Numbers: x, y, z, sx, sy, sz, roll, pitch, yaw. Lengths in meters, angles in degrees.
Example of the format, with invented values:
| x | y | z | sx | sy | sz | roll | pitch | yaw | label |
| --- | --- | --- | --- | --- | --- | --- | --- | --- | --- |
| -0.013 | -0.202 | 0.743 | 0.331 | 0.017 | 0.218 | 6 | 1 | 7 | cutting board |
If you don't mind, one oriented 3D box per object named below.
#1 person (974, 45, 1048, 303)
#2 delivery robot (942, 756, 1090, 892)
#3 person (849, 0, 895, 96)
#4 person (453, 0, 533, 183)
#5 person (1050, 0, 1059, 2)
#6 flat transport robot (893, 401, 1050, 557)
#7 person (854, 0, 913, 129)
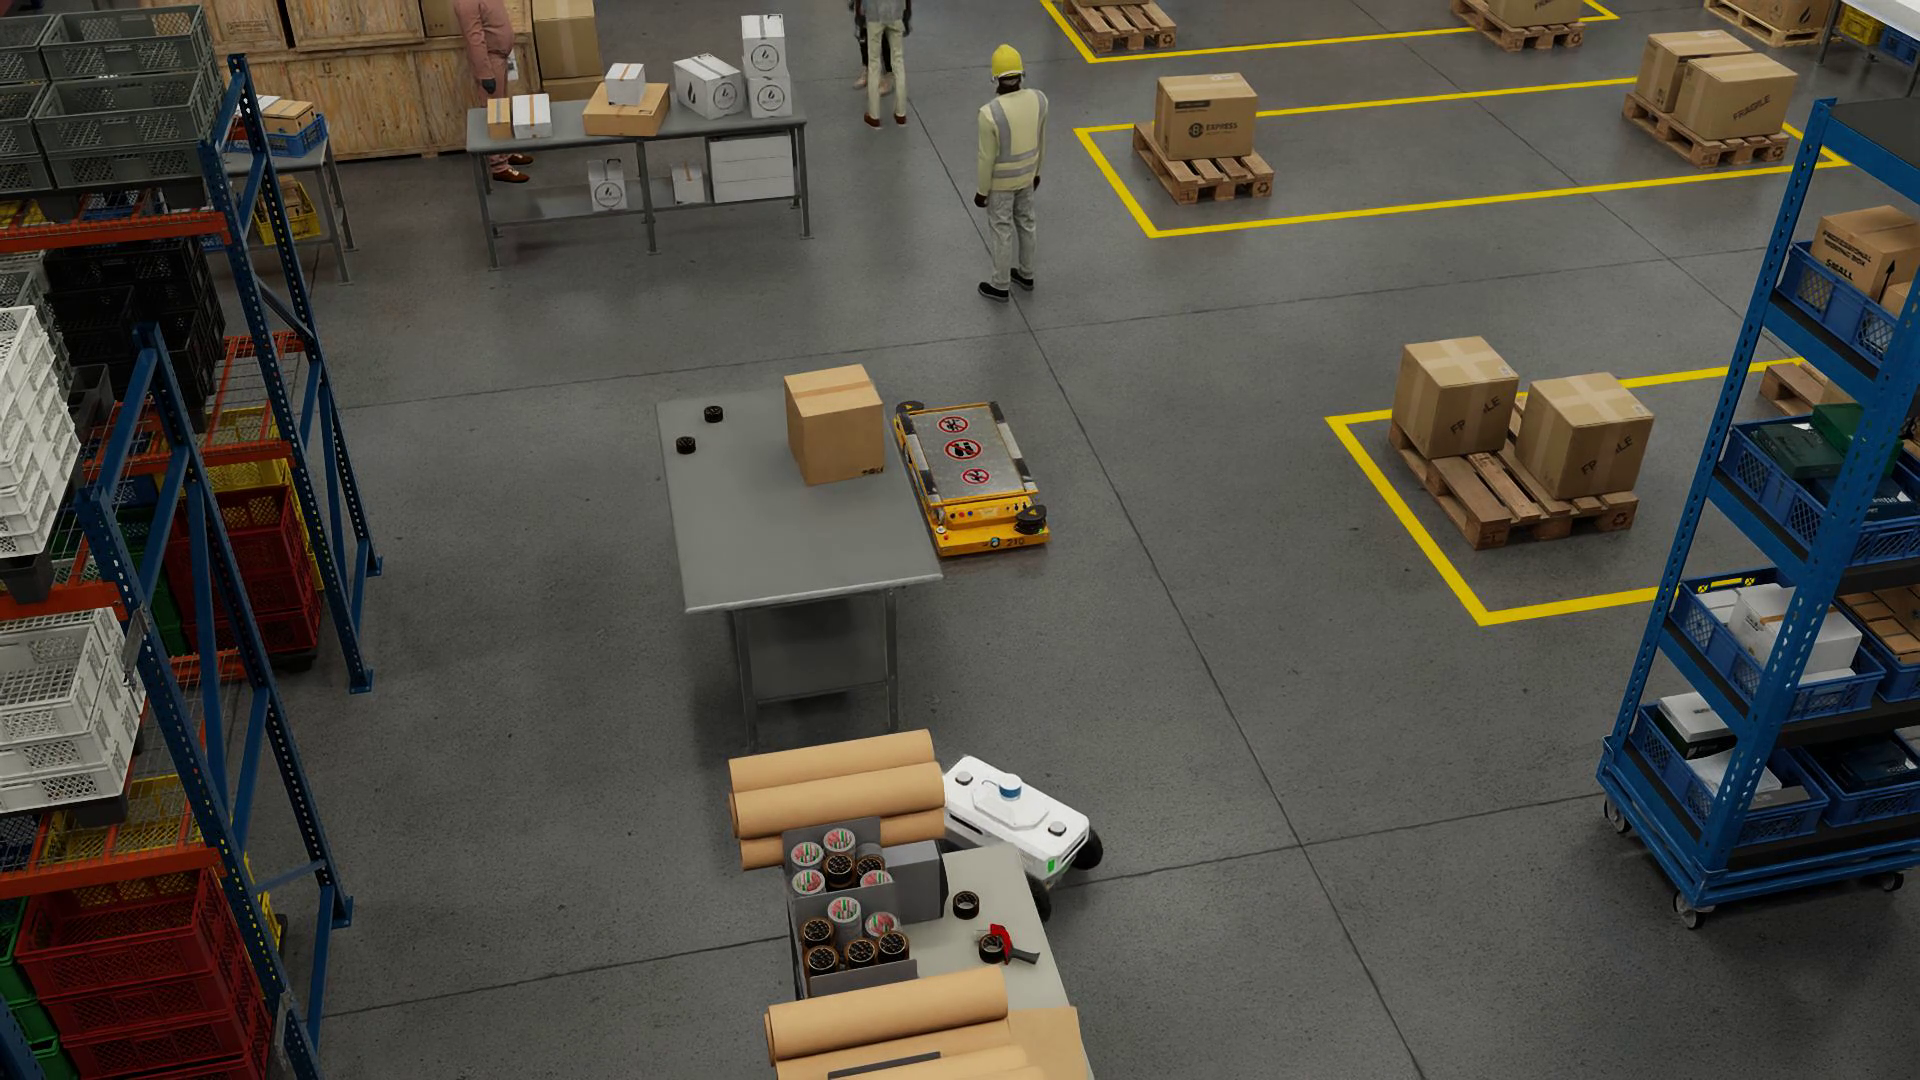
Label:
| x | y | z | sx | sy | sz | roll | pitch | yaw | label |
| --- | --- | --- | --- | --- | --- | --- | --- | --- | --- |
| 0.333 | -2.559 | 11.675 | 0.593 | 1.826 | 0.403 | -26 | 44 | -30 | person |
| 0.222 | 1.263 | 7.521 | 0.707 | 0.478 | 0.477 | 24 | 43 | 29 | delivery robot |
| -0.763 | -4.838 | 14.848 | 0.537 | 1.696 | 0.317 | 17 | 40 | 21 | person |
| -3.746 | -3.839 | 13.327 | 0.409 | 1.913 | 0.642 | -3 | 37 | -4 | person |
| 1.125 | -6.434 | 16.818 | 0.579 | 1.910 | 0.395 | 1 | 37 | 1 | person |
| 0.046 | -0.430 | 10.108 | 0.652 | 0.197 | 1.431 | -8 | 37 | -10 | flat transport robot |
| -0.653 | -4.444 | 14.182 | 0.528 | 1.862 | 0.331 | -9 | 38 | -12 | person |
